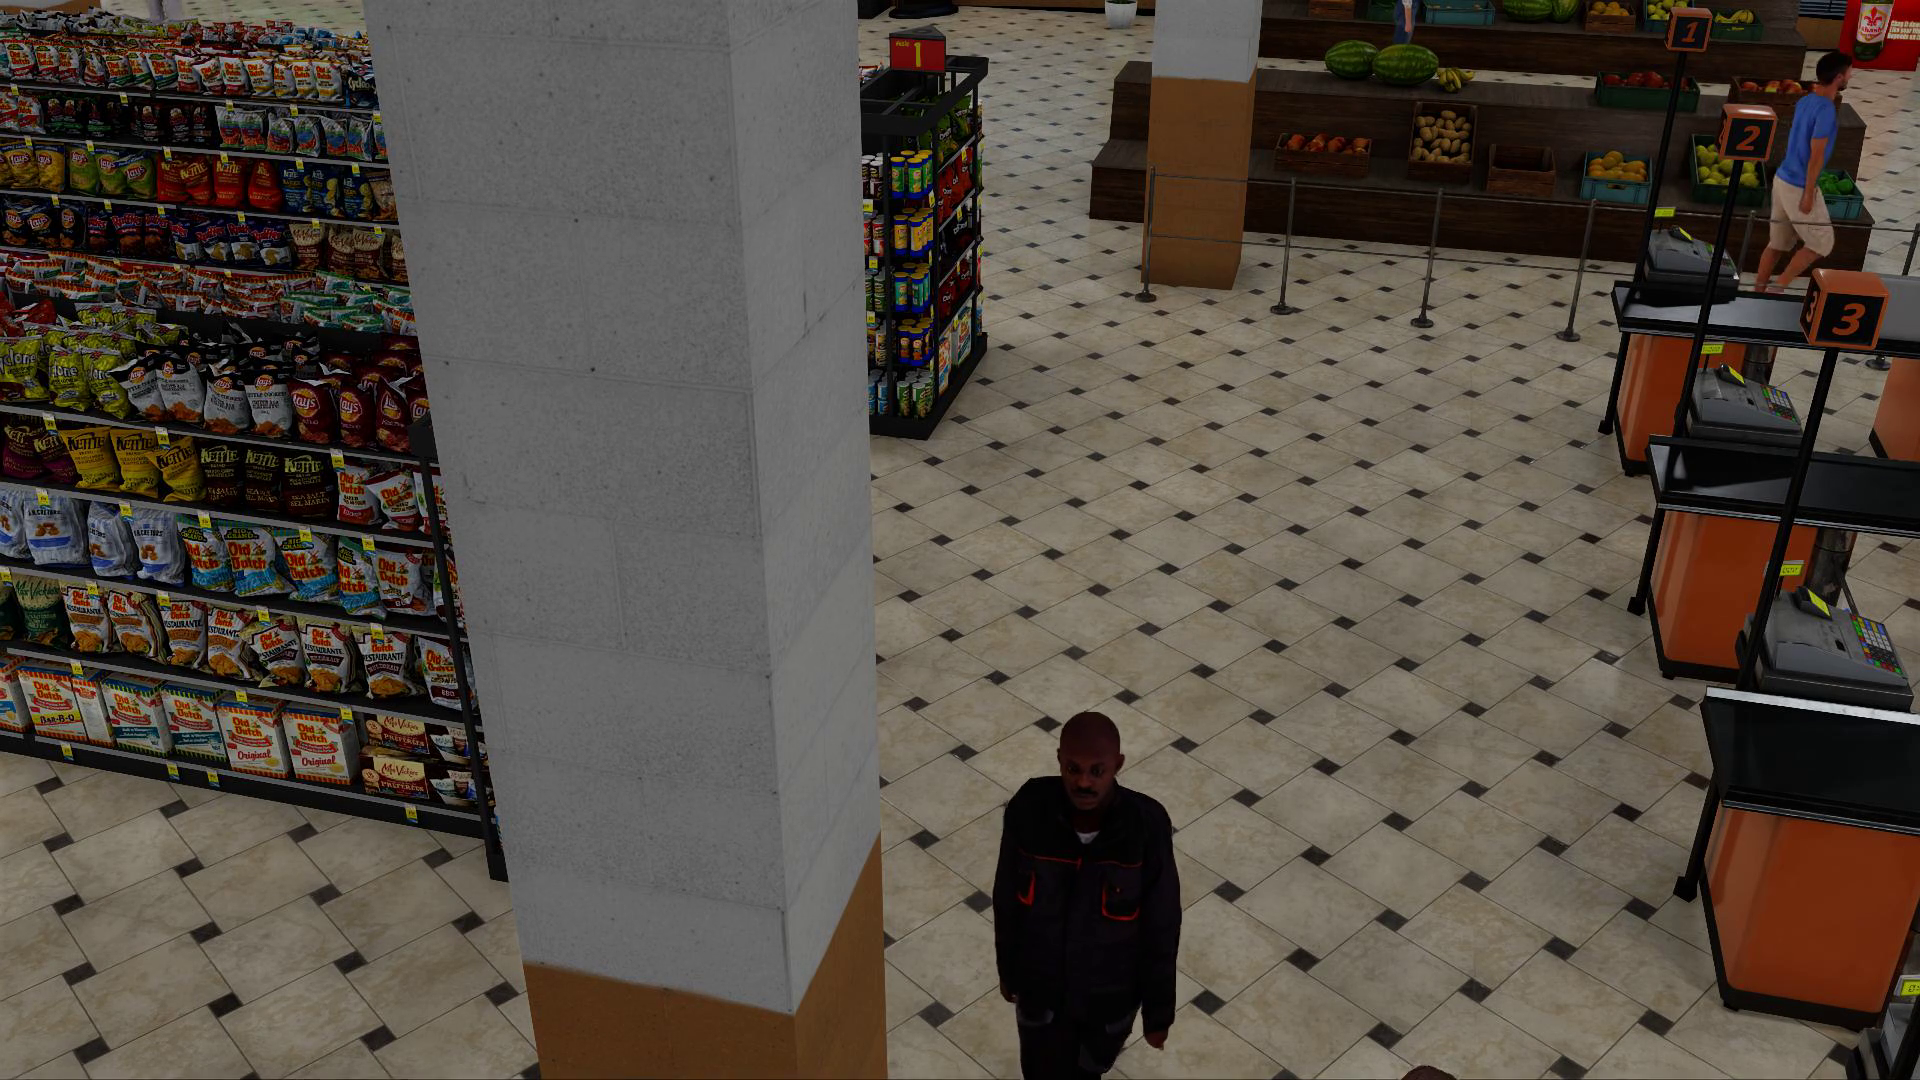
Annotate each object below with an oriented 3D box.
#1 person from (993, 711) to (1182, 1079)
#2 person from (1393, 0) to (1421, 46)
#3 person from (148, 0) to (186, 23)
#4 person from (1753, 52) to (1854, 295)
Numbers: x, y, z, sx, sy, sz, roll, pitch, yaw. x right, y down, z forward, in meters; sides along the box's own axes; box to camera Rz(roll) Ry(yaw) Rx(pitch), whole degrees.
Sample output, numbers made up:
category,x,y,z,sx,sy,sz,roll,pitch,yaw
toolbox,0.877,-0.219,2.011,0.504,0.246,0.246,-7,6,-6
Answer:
category,x,y,z,sx,sy,sz,roll,pitch,yaw
person,0.373,1.228,4.975,1.178,1.809,0.910,2,29,4
person,4.626,-5.469,17.326,0.526,1.728,0.585,5,29,9
person,-9.283,-6.473,19.176,0.585,1.719,0.874,7,29,12
person,5.848,-2.495,11.753,0.730,1.848,0.709,2,29,3
